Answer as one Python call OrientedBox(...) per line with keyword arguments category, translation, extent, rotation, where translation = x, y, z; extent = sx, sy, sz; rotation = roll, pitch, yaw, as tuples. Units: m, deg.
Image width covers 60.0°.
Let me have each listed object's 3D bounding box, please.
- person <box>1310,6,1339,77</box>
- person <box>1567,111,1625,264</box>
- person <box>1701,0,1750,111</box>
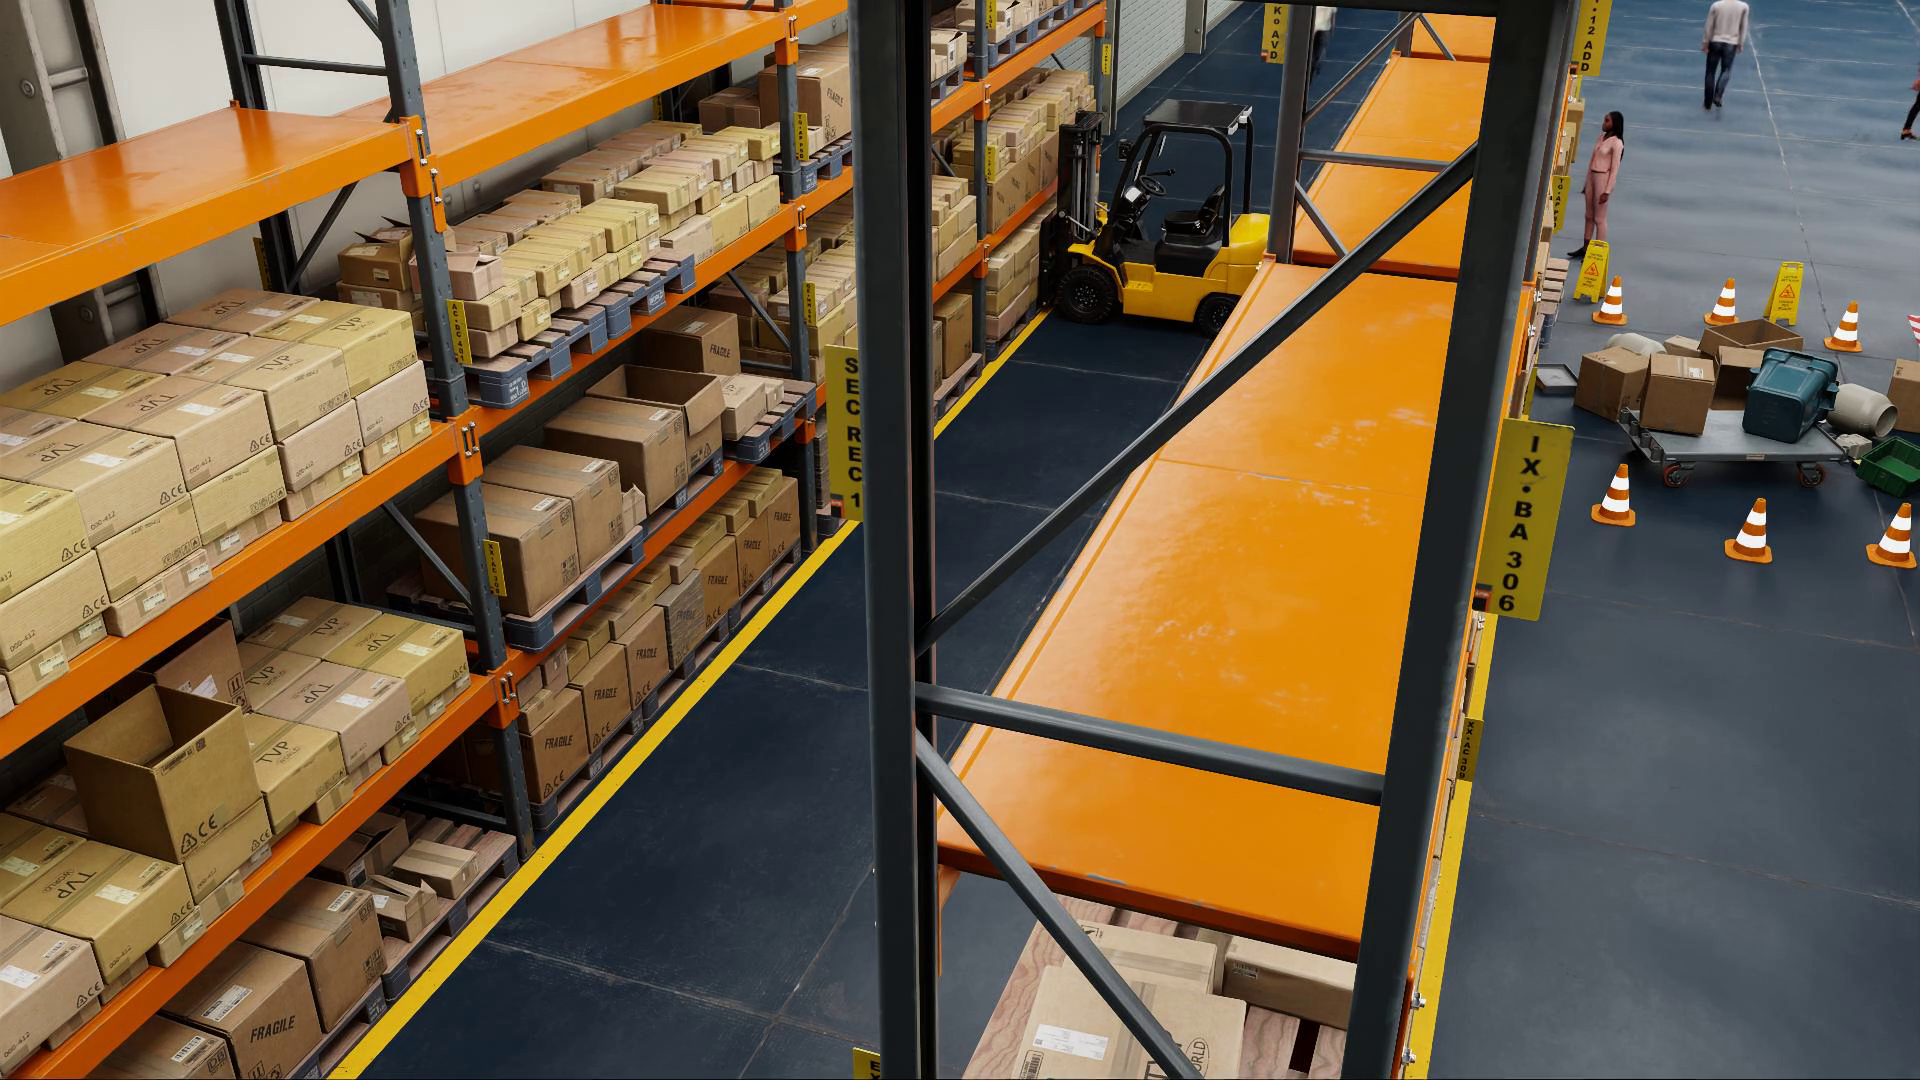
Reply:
OrientedBox(category="person", translation=(5.853, -8.278, 27.067), extent=(0.611, 1.545, 0.997), rotation=(11, 30, 19))
OrientedBox(category="person", translation=(7.264, -4.004, 18.855), extent=(0.761, 1.722, 0.658), rotation=(-6, 29, -11))
OrientedBox(category="person", translation=(11.544, -7.465, 25.166), extent=(0.743, 1.899, 0.634), rotation=(11, 30, 19))
